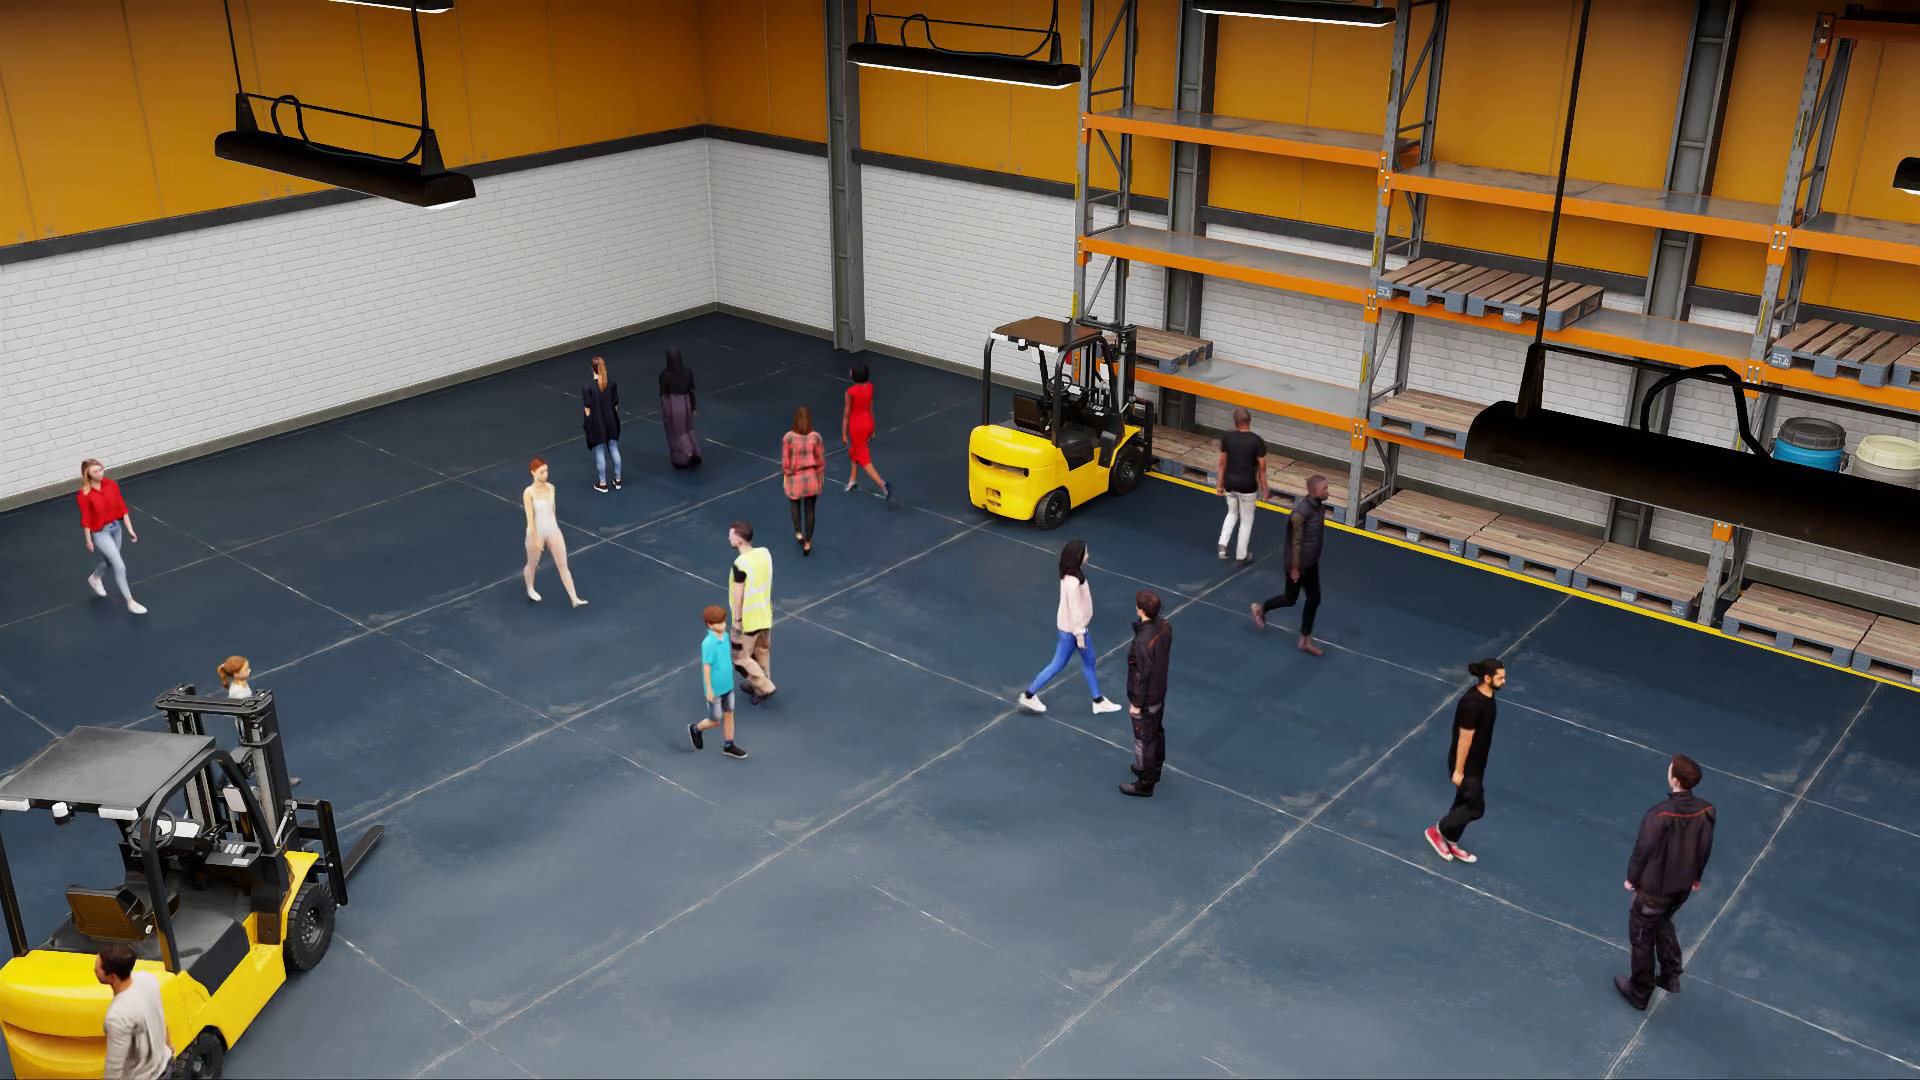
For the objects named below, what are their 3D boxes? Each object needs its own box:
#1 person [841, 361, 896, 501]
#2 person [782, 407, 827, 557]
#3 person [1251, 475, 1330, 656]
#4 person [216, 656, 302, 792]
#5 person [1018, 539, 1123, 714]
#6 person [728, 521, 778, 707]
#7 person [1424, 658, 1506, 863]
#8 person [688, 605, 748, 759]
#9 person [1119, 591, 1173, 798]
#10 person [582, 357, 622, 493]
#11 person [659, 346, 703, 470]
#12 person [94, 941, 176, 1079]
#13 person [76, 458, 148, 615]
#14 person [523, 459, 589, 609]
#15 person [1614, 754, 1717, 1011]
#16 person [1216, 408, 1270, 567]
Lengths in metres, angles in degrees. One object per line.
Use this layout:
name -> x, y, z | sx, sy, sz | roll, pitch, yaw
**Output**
person -> -1.109, -1.245, 19.703 | 1.097, 1.709, 0.597 | 19, 30, 37
person -> -1.724, -0.624, 18.309 | 0.815, 1.687, 0.875 | -2, 24, -5
person -> 3.265, 0.216, 16.239 | 0.780, 1.806, 1.121 | -20, 30, -37
person -> -5.983, 1.561, 13.801 | 0.761, 1.295, 0.890 | -11, 26, -25
person -> 0.915, 0.819, 14.959 | 1.271, 1.725, 1.095 | 2, 24, 5
person -> -1.845, 0.700, 15.104 | 0.826, 1.828, 0.781 | 13, 27, 28
person -> 3.874, 1.697, 12.933 | 0.719, 1.741, 0.719 | 16, 28, 32
person -> -2.143, 1.221, 14.394 | 0.810, 1.442, 0.611 | 13, 27, 27
person -> 1.570, 1.260, 13.807 | 0.669, 1.840, 0.772 | 10, 26, 22
person -> -4.319, -1.408, 20.107 | 0.692, 1.684, 0.653 | -15, 28, -31
person -> -3.494, -1.606, 20.656 | 0.793, 1.607, 0.933 | -10, 25, -21
person -> -4.635, 3.098, 9.677 | 1.137, 1.781, 1.122 | -4, 24, -9
person -> -8.792, -0.063, 17.052 | 1.178, 1.666, 0.805 | 11, 26, 23
person -> -4.355, -0.056, 17.123 | 1.060, 1.596, 0.580 | 20, 31, 38
person -> 4.800, 2.360, 11.221 | 0.833, 1.896, 0.867 | -8, 25, -17
person -> 2.991, -0.527, 17.964 | 0.707, 1.785, 0.772 | 17, 29, 34
